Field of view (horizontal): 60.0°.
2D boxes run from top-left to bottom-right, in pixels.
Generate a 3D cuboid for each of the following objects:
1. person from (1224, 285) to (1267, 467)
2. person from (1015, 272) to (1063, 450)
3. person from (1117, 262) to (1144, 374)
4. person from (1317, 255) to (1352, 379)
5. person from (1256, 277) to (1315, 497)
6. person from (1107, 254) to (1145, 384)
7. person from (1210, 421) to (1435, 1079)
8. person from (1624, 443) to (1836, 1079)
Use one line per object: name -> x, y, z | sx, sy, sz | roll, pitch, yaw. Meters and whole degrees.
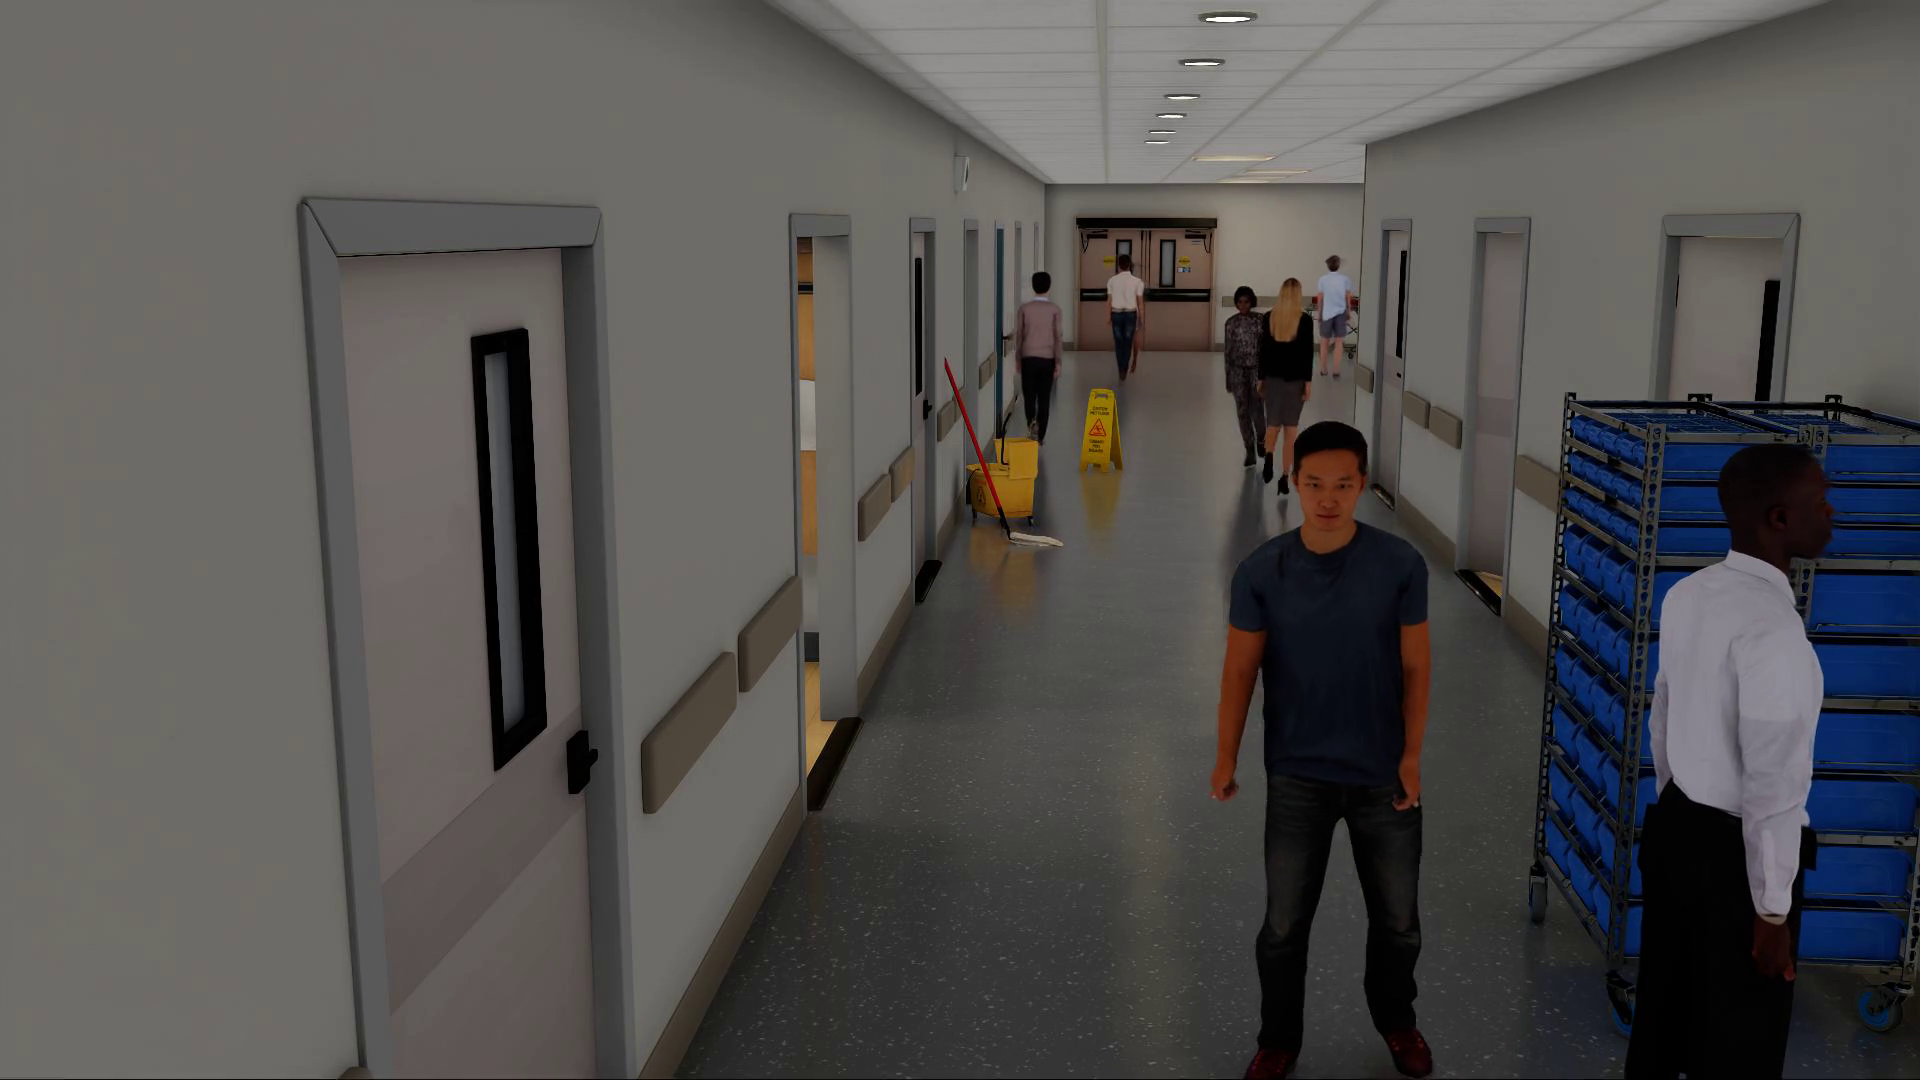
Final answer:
person -> 2.751, -1.551, 15.772 | 0.736, 1.697, 0.827 | 3, 11, 17
person -> 0.771, -1.770, 16.686 | 0.613, 1.787, 1.027 | 1, 11, 6
person -> 2.604, -3.393, 25.485 | 0.736, 1.696, 1.168 | -1, 11, -4
person -> 5.555, -3.290, 24.645 | 0.777, 1.806, 1.075 | 3, 11, 15
person -> 2.659, -1.226, 13.734 | 0.802, 1.818, 1.044 | 5, 12, 23
person -> 2.353, -3.154, 23.907 | 0.754, 1.814, 1.265 | 2, 11, 10
person -> 0.967, 0.576, 4.315 | 0.791, 1.791, 0.703 | 2, 11, 11
person -> 1.602, 0.705, 3.513 | 0.715, 1.835, 0.499 | 0, 11, -1
